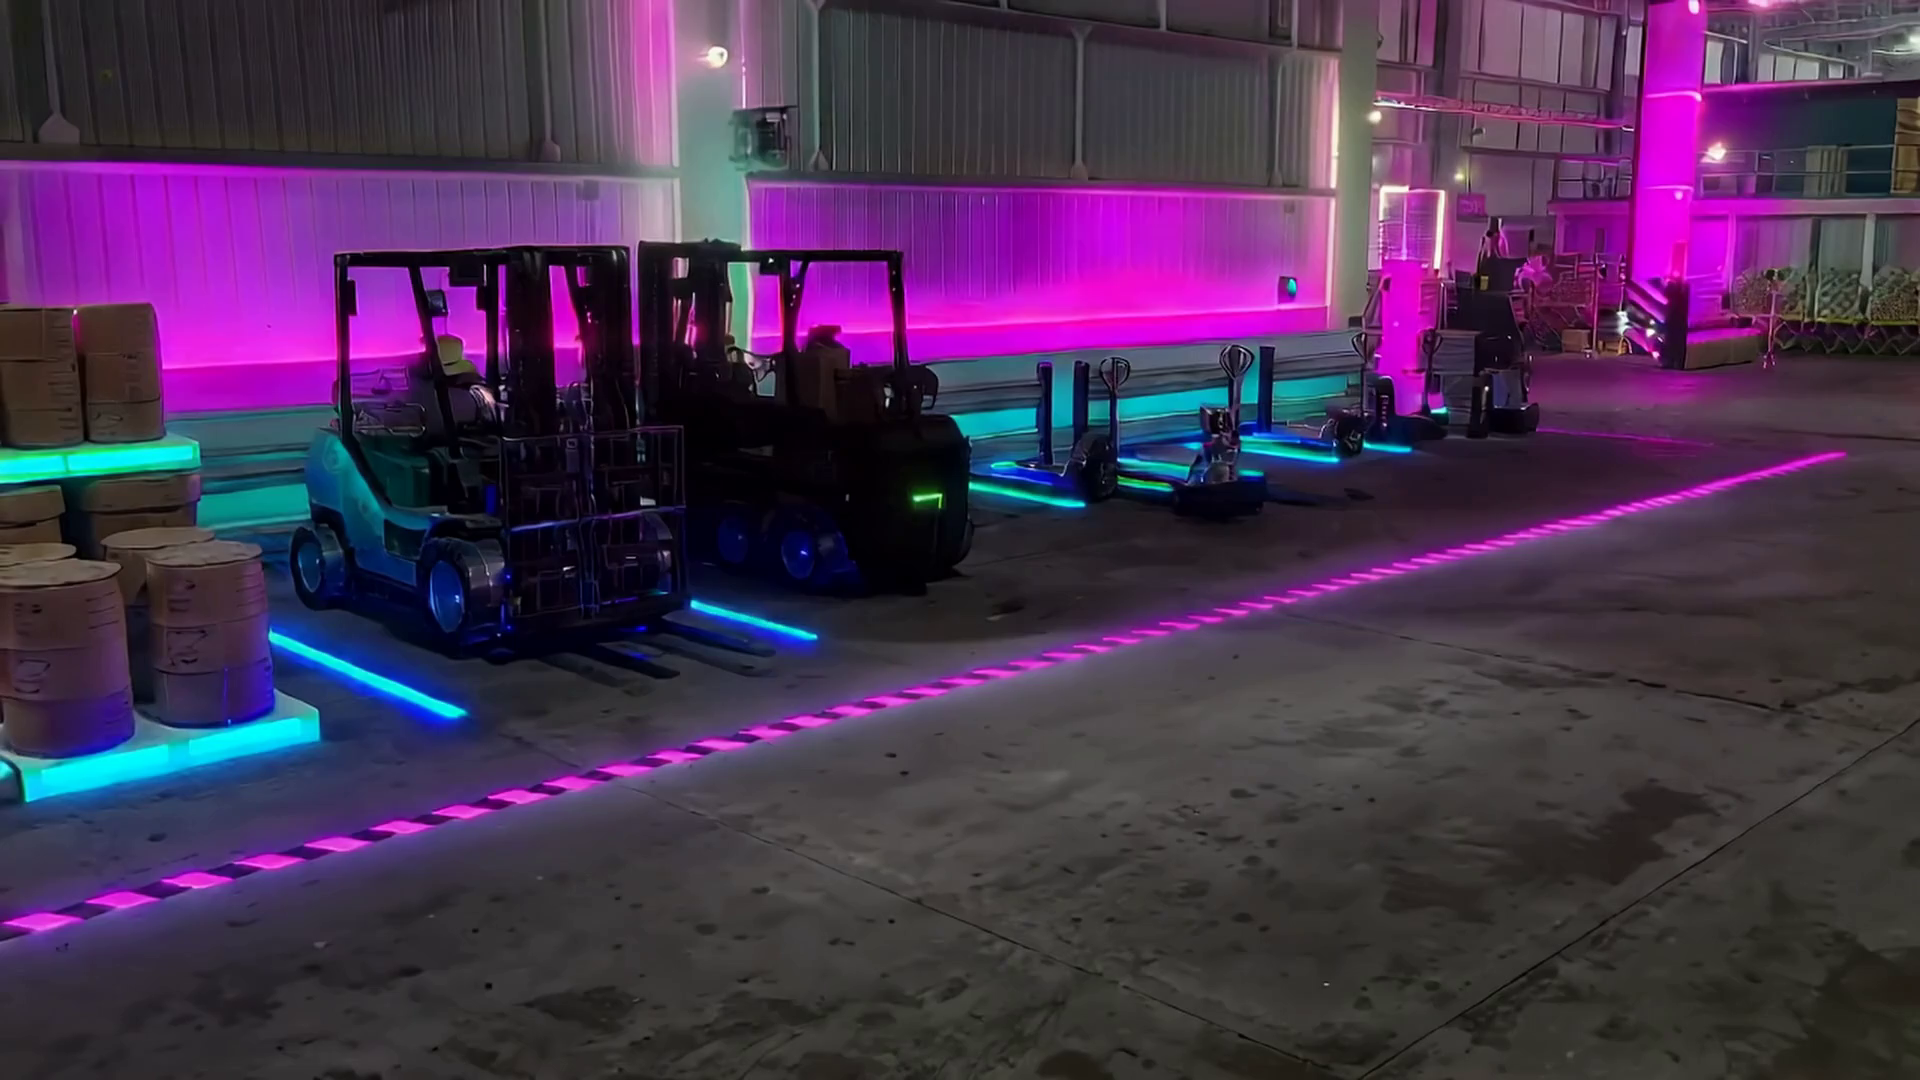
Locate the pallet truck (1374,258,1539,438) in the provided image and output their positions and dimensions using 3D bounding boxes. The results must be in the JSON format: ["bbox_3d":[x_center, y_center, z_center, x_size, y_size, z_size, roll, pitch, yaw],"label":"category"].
[{"bbox_3d":[5.704,-2.208,18.901,1.885,1.965,0.823,10,14,43],"label":"pallet truck"}]

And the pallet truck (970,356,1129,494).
[{"bbox_3d":[0.784,-1.085,14.876,0.680,1.201,1.601,-10,14,-44],"label":"pallet truck"}]

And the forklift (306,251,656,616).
[{"bbox_3d":[-2.833,-0.669,9.694,1.157,1.987,2.680,-10,14,-44],"label":"forklift"}]

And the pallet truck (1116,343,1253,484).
[{"bbox_3d":[1.962,-1.215,15.415,1.522,1.261,0.704,10,14,43],"label":"pallet truck"}]

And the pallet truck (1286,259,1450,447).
[{"bbox_3d":[4.493,-2.078,18.196,0.823,1.965,1.885,-9,14,-40],"label":"pallet truck"}]

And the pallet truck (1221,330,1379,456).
[{"bbox_3d":[3.563,-1.581,17.381,0.653,1.274,1.630,-10,14,-44],"label":"pallet truck"}]

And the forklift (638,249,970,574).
[{"bbox_3d":[-1.173,-0.958,11.239,2.680,1.987,1.157,10,14,43],"label":"forklift"}]
